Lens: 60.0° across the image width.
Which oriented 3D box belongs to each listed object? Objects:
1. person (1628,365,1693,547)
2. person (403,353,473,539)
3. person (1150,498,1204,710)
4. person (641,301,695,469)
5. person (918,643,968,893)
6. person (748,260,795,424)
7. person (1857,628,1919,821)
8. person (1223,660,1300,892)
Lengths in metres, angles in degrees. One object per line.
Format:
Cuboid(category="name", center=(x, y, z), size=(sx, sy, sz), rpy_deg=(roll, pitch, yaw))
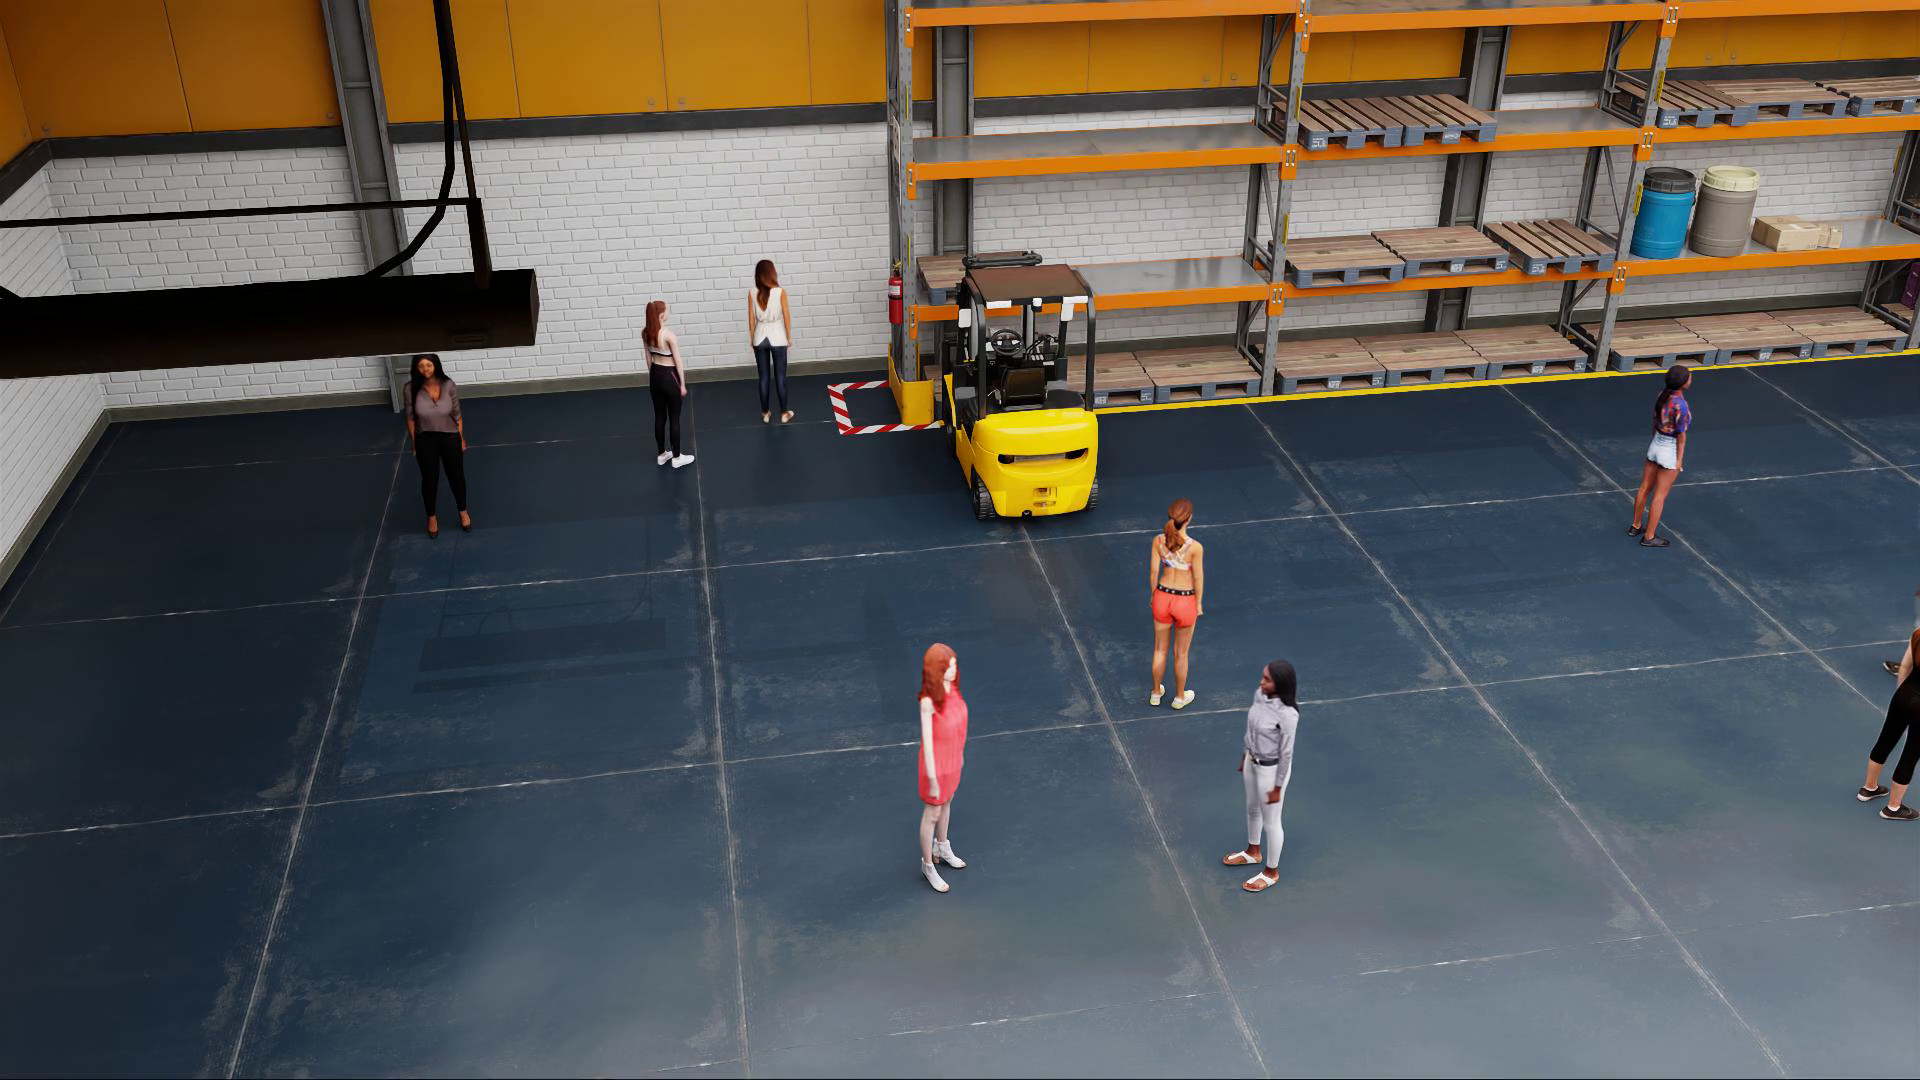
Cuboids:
Cuboid(category="person", center=(6.411, -0.784, 15.153), size=(0.521, 1.743, 0.597), rpy_deg=(-6, 29, -12))
Cuboid(category="person", center=(-4.796, -0.904, 15.271), size=(0.602, 1.841, 0.753), rpy_deg=(-11, 30, -19))
Cuboid(category="person", center=(1.646, 0.494, 12.761), size=(0.659, 1.792, 0.736), rpy_deg=(12, 31, 21))
Cuboid(category="person", center=(-2.946, -1.559, 16.577), size=(0.652, 1.740, 0.728), rpy_deg=(16, 32, 26))
Cuboid(category="person", center=(-0.132, 1.471, 10.931), size=(0.684, 1.828, 0.661), rpy_deg=(13, 31, 22))
Cuboid(category="person", center=(-1.999, -2.081, 17.489), size=(0.552, 1.784, 0.709), rpy_deg=(2, 29, 4))
Cuboid(category="person", center=(6.670, 1.158, 11.612), size=(0.521, 1.726, 0.588), rpy_deg=(-7, 29, -13))
Cuboid(category="person", center=(2.015, 1.522, 10.946), size=(0.569, 1.724, 0.635), rpy_deg=(-10, 30, -18))
